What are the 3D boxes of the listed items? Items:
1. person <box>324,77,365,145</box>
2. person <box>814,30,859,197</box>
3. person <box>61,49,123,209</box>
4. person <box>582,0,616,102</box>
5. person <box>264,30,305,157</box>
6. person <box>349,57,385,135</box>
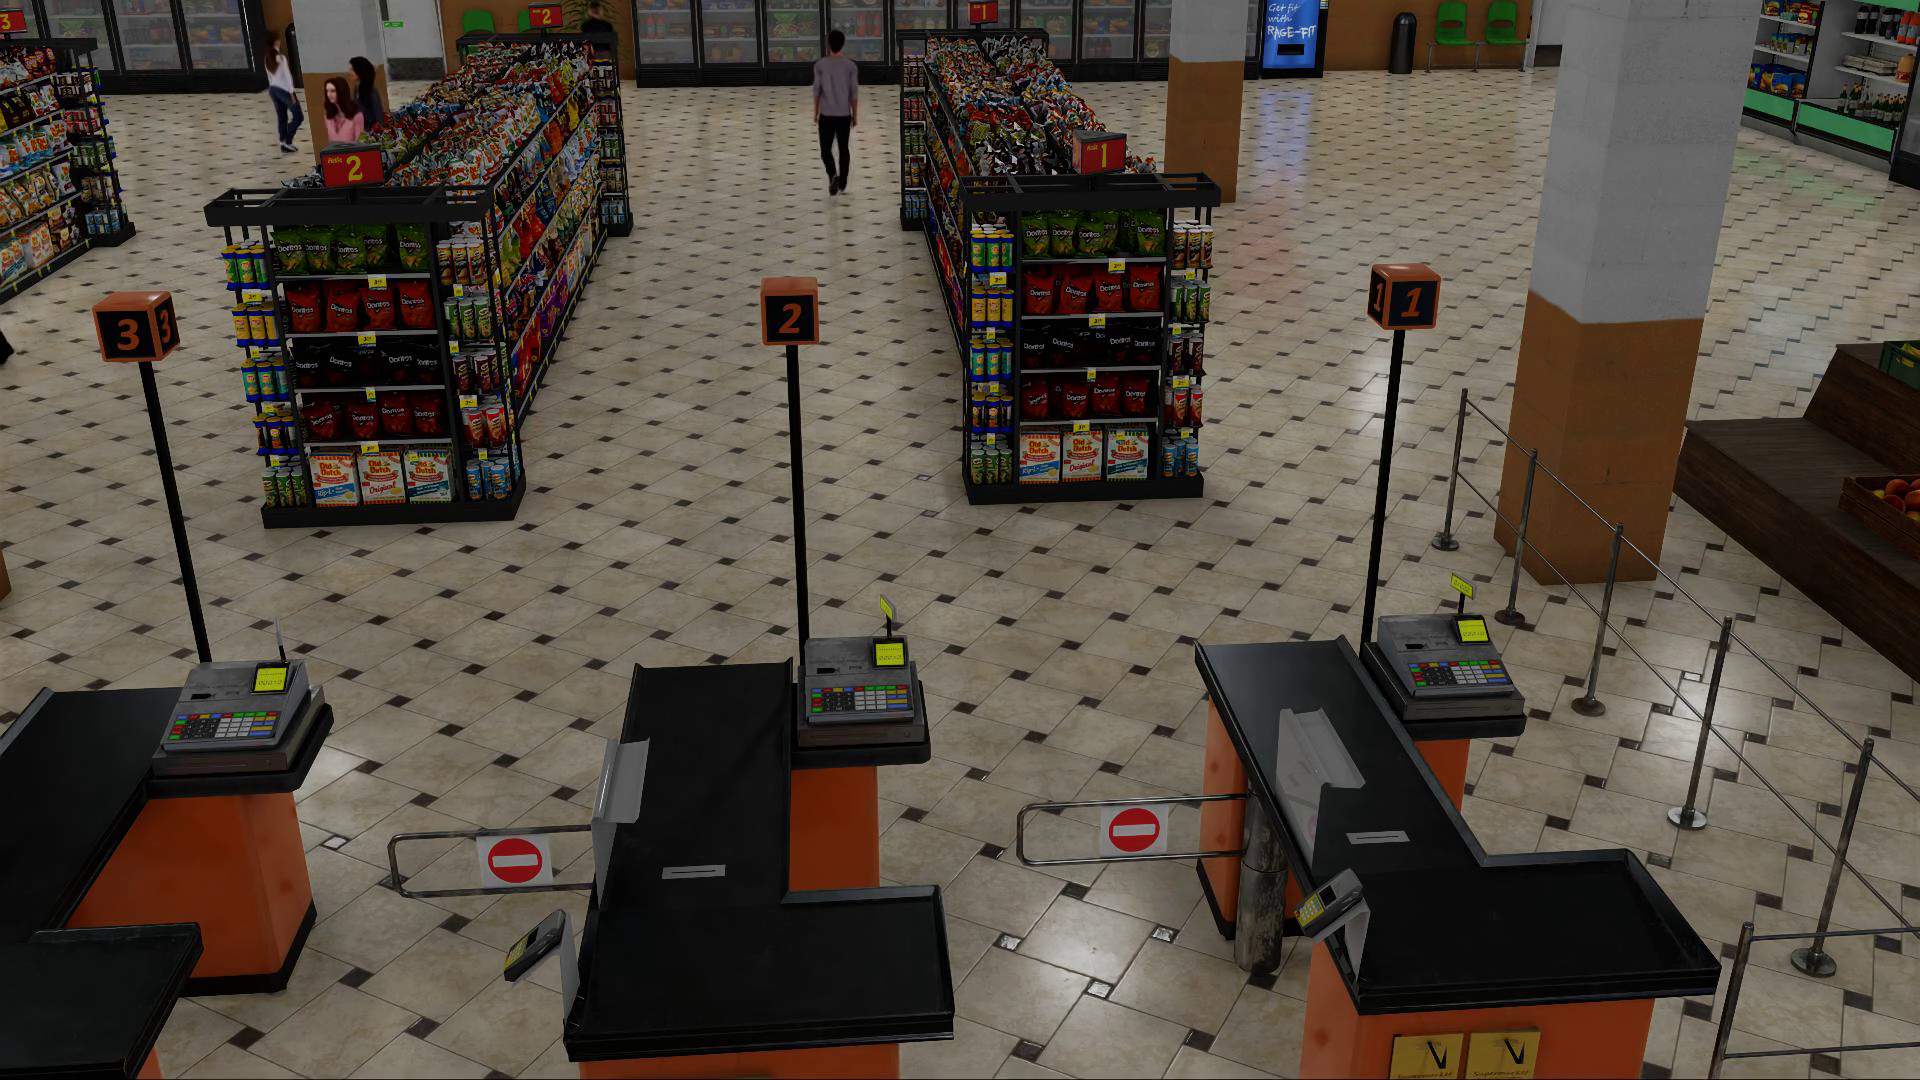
[{"bbox_3d":[-5.806,-3.558,16.050,0.736,1.787,0.823,5,24,12],"label":"person"},{"bbox_3d":[-1.414,-4.809,18.871,0.732,1.817,1.073,-4,24,-9],"label":"person"},{"bbox_3d":[-9.815,-4.495,18.180,1.122,1.795,1.160,21,31,39],"label":"person"},{"bbox_3d":[-5.052,-6.681,23.368,0.668,1.641,1.034,-4,24,-10],"label":"person"},{"bbox_3d":[-8.690,-5.667,21.168,0.651,1.546,0.710,9,25,19],"label":"person"},{"bbox_3d":[-6.121,-4.199,17.586,1.029,1.729,1.116,-17,29,-34],"label":"person"}]
